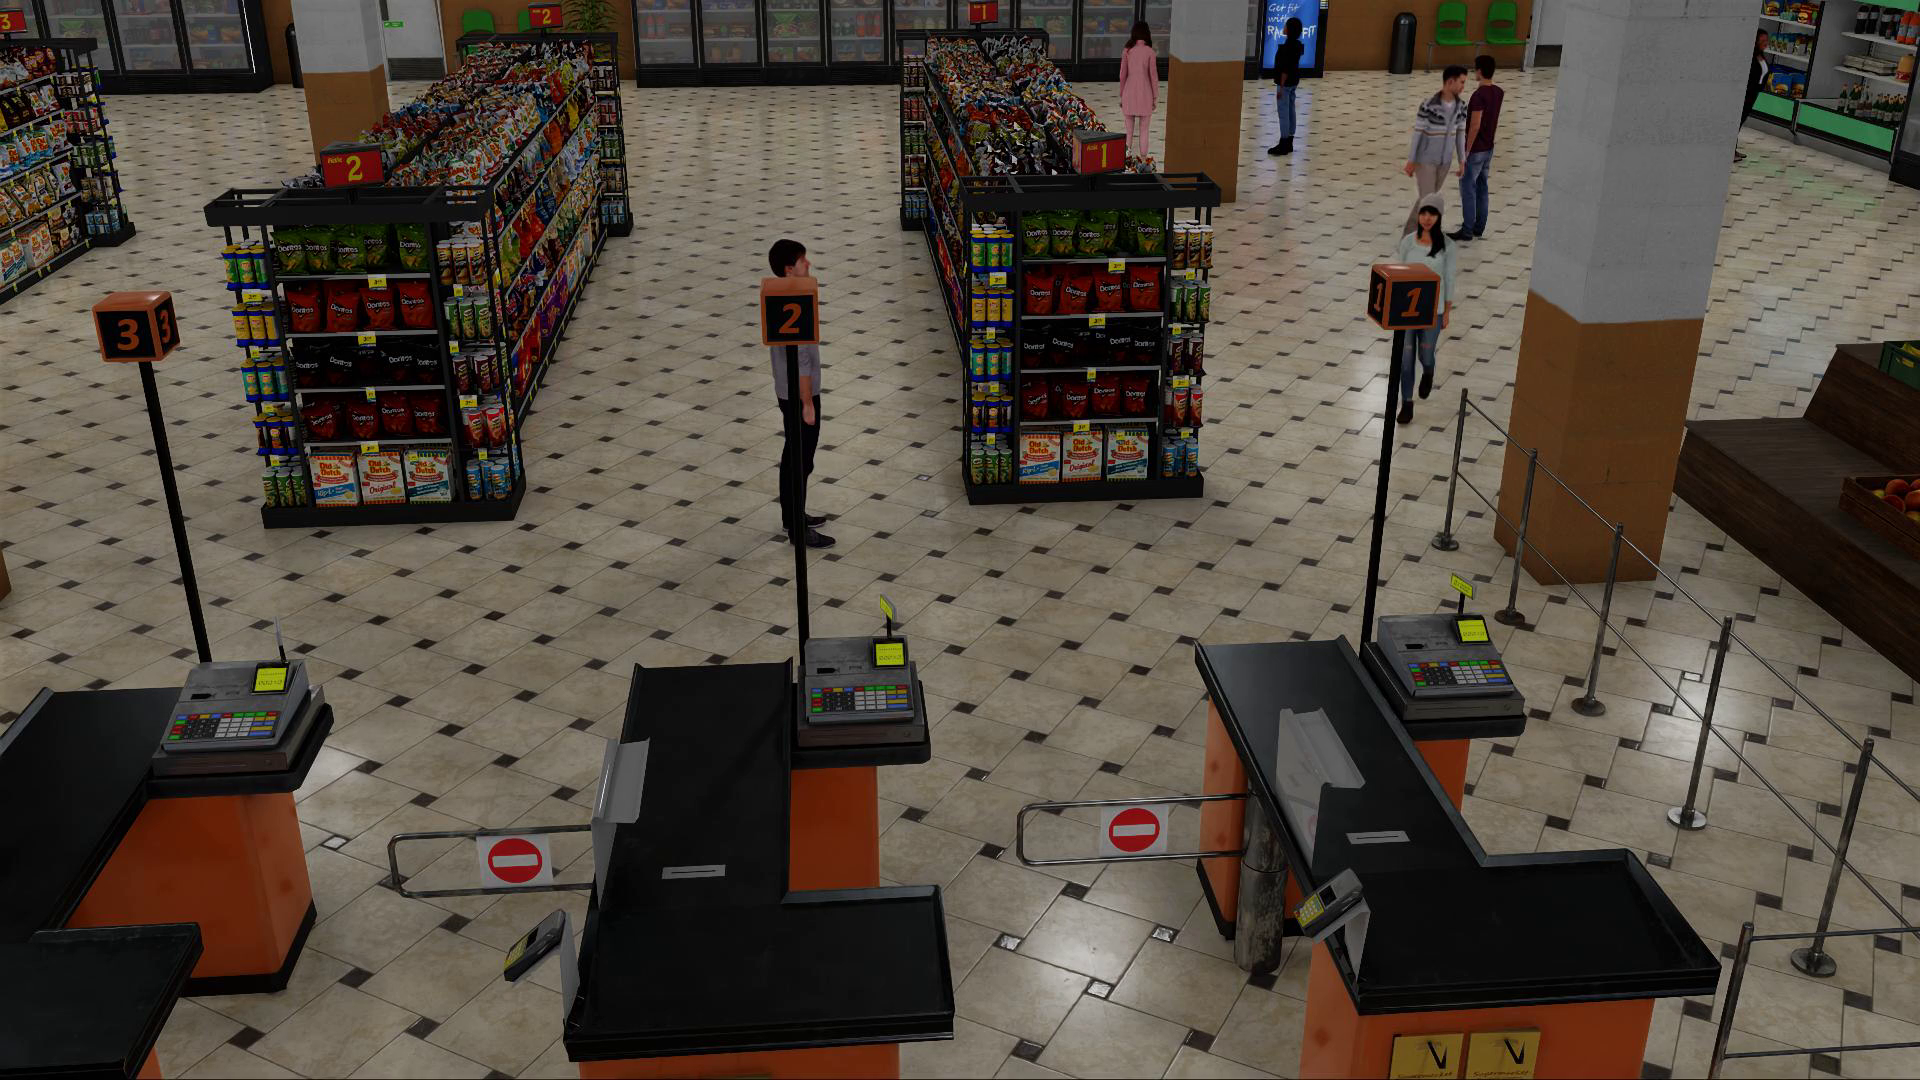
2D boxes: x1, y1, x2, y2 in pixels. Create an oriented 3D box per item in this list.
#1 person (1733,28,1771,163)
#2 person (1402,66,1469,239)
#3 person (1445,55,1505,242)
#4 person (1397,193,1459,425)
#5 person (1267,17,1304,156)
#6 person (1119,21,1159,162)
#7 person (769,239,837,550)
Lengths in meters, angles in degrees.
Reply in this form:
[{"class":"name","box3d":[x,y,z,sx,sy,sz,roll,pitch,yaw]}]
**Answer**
[{"class":"person","box3d":[9.873,-5.600,20.930,0.827,1.615,0.760,16,28,33]},{"class":"person","box3d":[4.637,-3.750,16.460,0.932,1.810,1.269,-8,25,-18]},{"class":"person","box3d":[5.294,-4.001,16.985,0.736,1.847,0.774,-22,32,-40]},{"class":"person","box3d":[3.310,-1.668,11.923,0.820,1.631,0.950,11,26,24]},{"class":"person","box3d":[4.204,-5.816,21.316,0.717,1.702,0.642,15,28,30]},{"class":"person","box3d":[2.137,-5.328,20.076,0.688,1.801,0.652,7,25,15]},{"class":"person","box3d":[-0.969,-0.871,9.840,0.749,1.841,0.525,-5,24,-12]}]
